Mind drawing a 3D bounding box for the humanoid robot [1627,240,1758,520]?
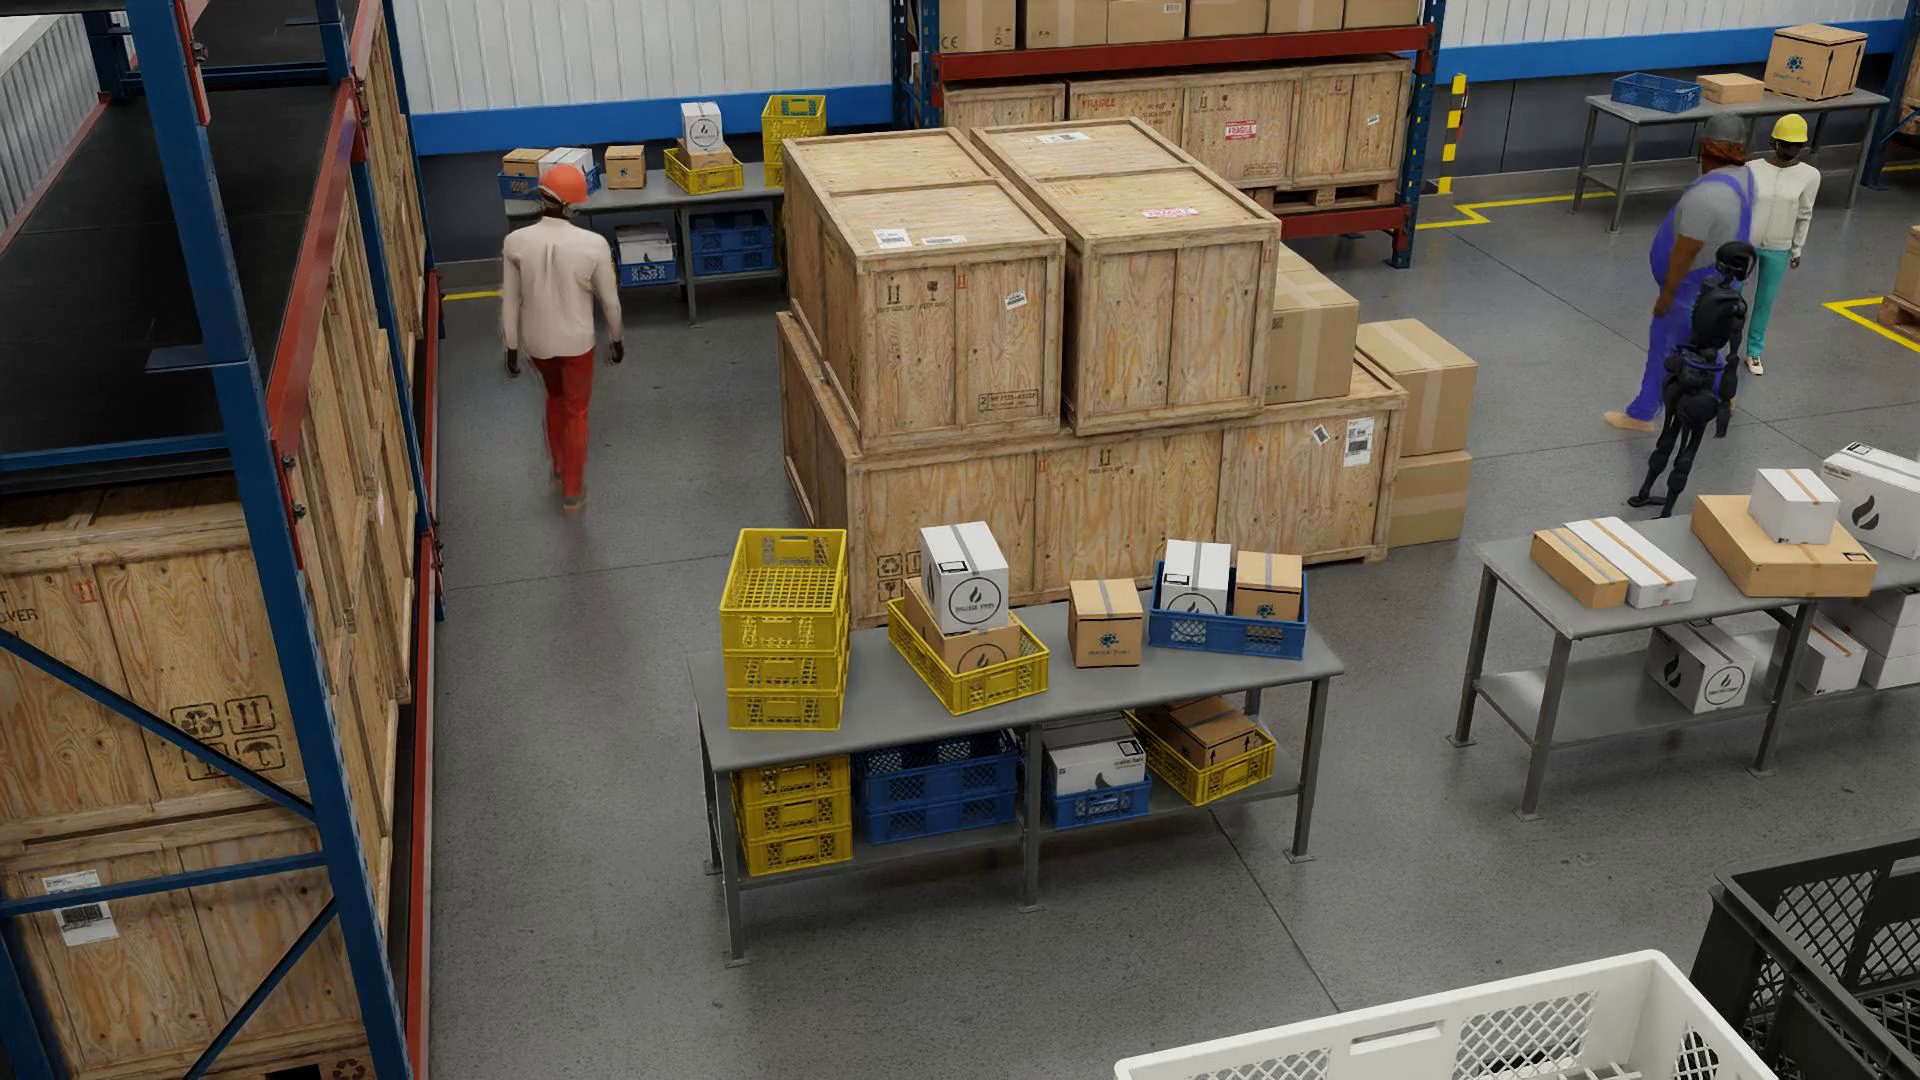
[{"bbox_3d":[4.103,-0.870,9.233,0.370,1.647,0.573,-1,29,-3],"label":"humanoid robot"}]

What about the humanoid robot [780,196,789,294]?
[{"bbox_3d":[-0.892,-1.888,11.106,0.657,1.641,0.352,-23,36,-36],"label":"humanoid robot"}]

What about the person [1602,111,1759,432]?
[{"bbox_3d":[4.556,-1.631,10.243,0.639,2.000,0.773,24,37,36],"label":"person"}]

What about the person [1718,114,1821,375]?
[{"bbox_3d":[5.366,-1.969,11.133,0.531,1.772,0.298,9,30,15],"label":"person"}]

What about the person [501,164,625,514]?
[{"bbox_3d":[-2.235,-1.134,9.433,0.636,1.945,0.740,3,29,5],"label":"person"}]
